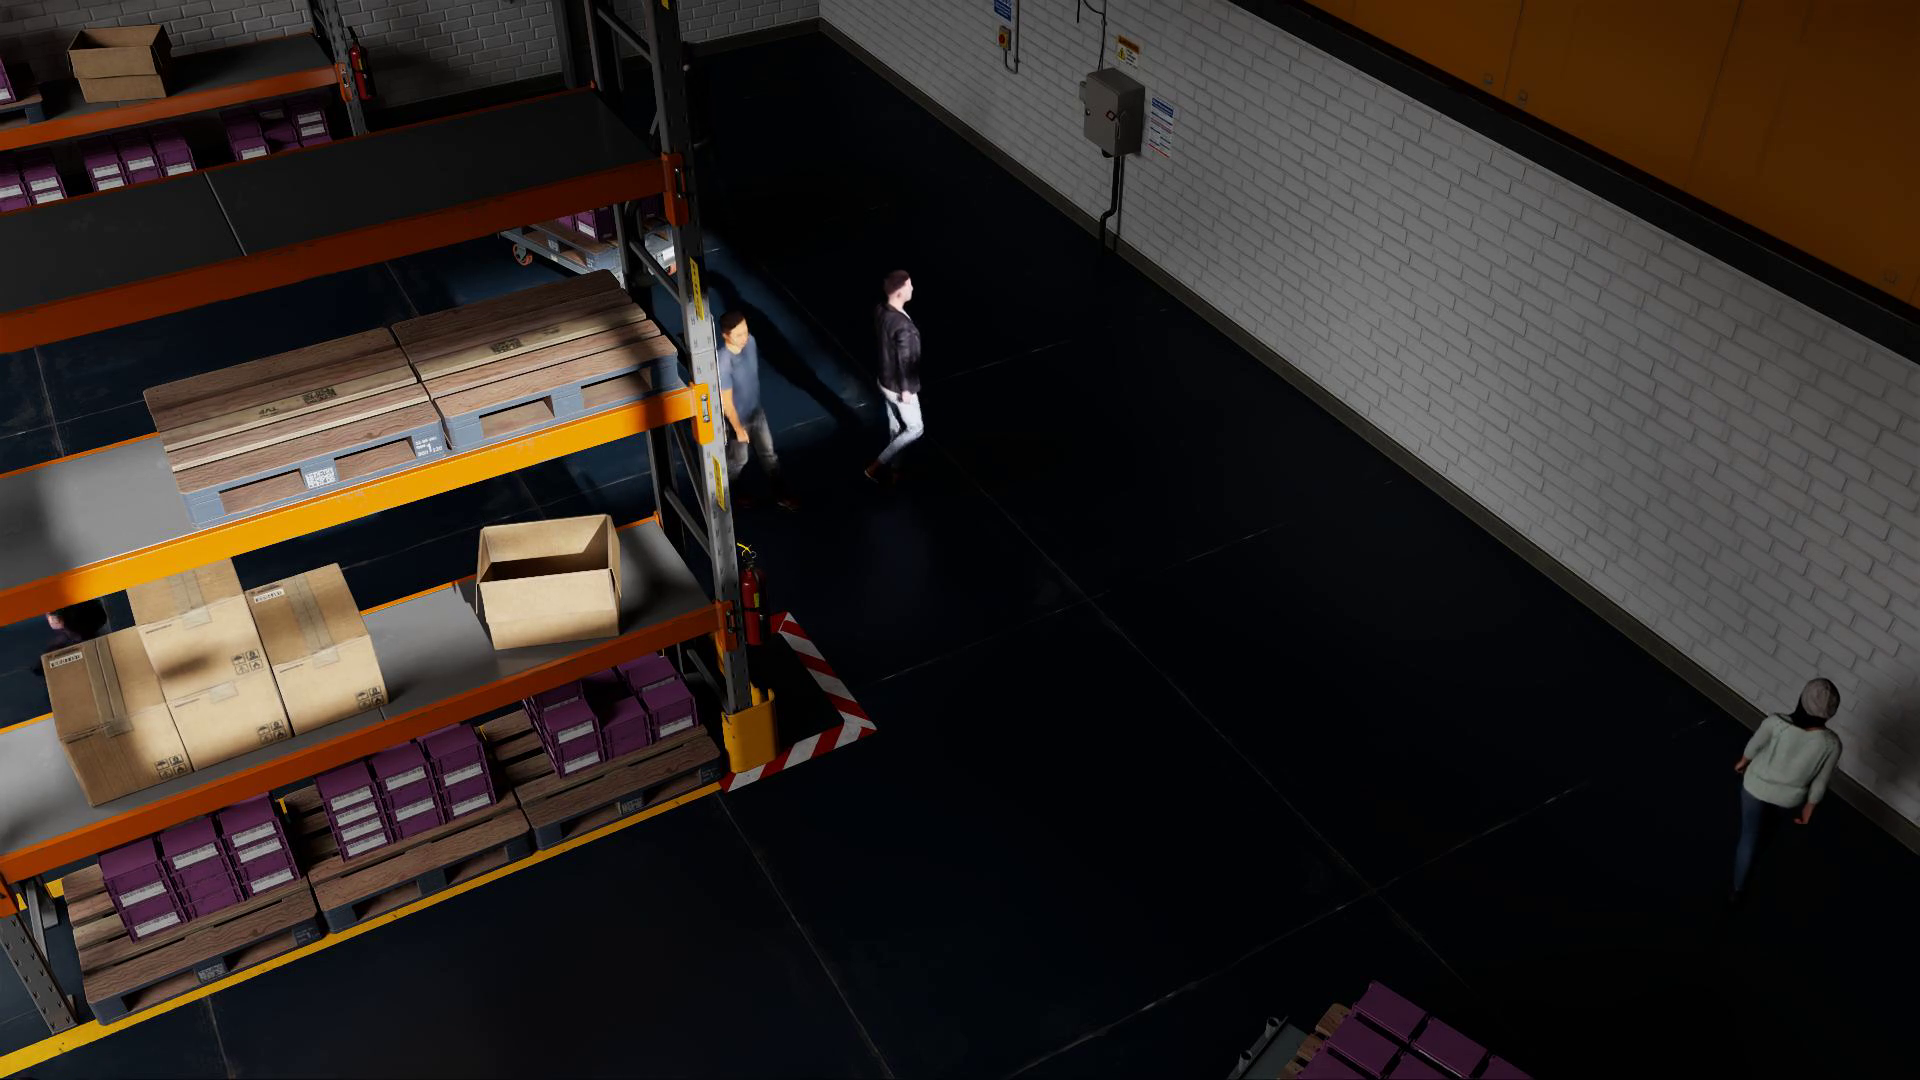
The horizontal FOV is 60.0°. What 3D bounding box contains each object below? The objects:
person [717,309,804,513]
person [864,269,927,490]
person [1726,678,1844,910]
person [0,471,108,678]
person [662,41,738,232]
[{"bbox_3d":[-1.660,-0.927,11.916,1.040,1.781,1.005,12,40,15],"label":"person"},{"bbox_3d":[-0.522,-1.126,12.131,0.754,1.825,0.675,-18,42,-21],"label":"person"},{"bbox_3d":[4.459,1.419,9.099,0.813,1.631,0.899,15,41,17],"label":"person"},{"bbox_3d":[-5.668,0.324,10.308,1.003,1.834,0.889,-9,39,-11],"label":"person"},{"bbox_3d":[-2.371,-3.684,15.380,1.226,1.768,0.954,-31,48,-33],"label":"person"}]
